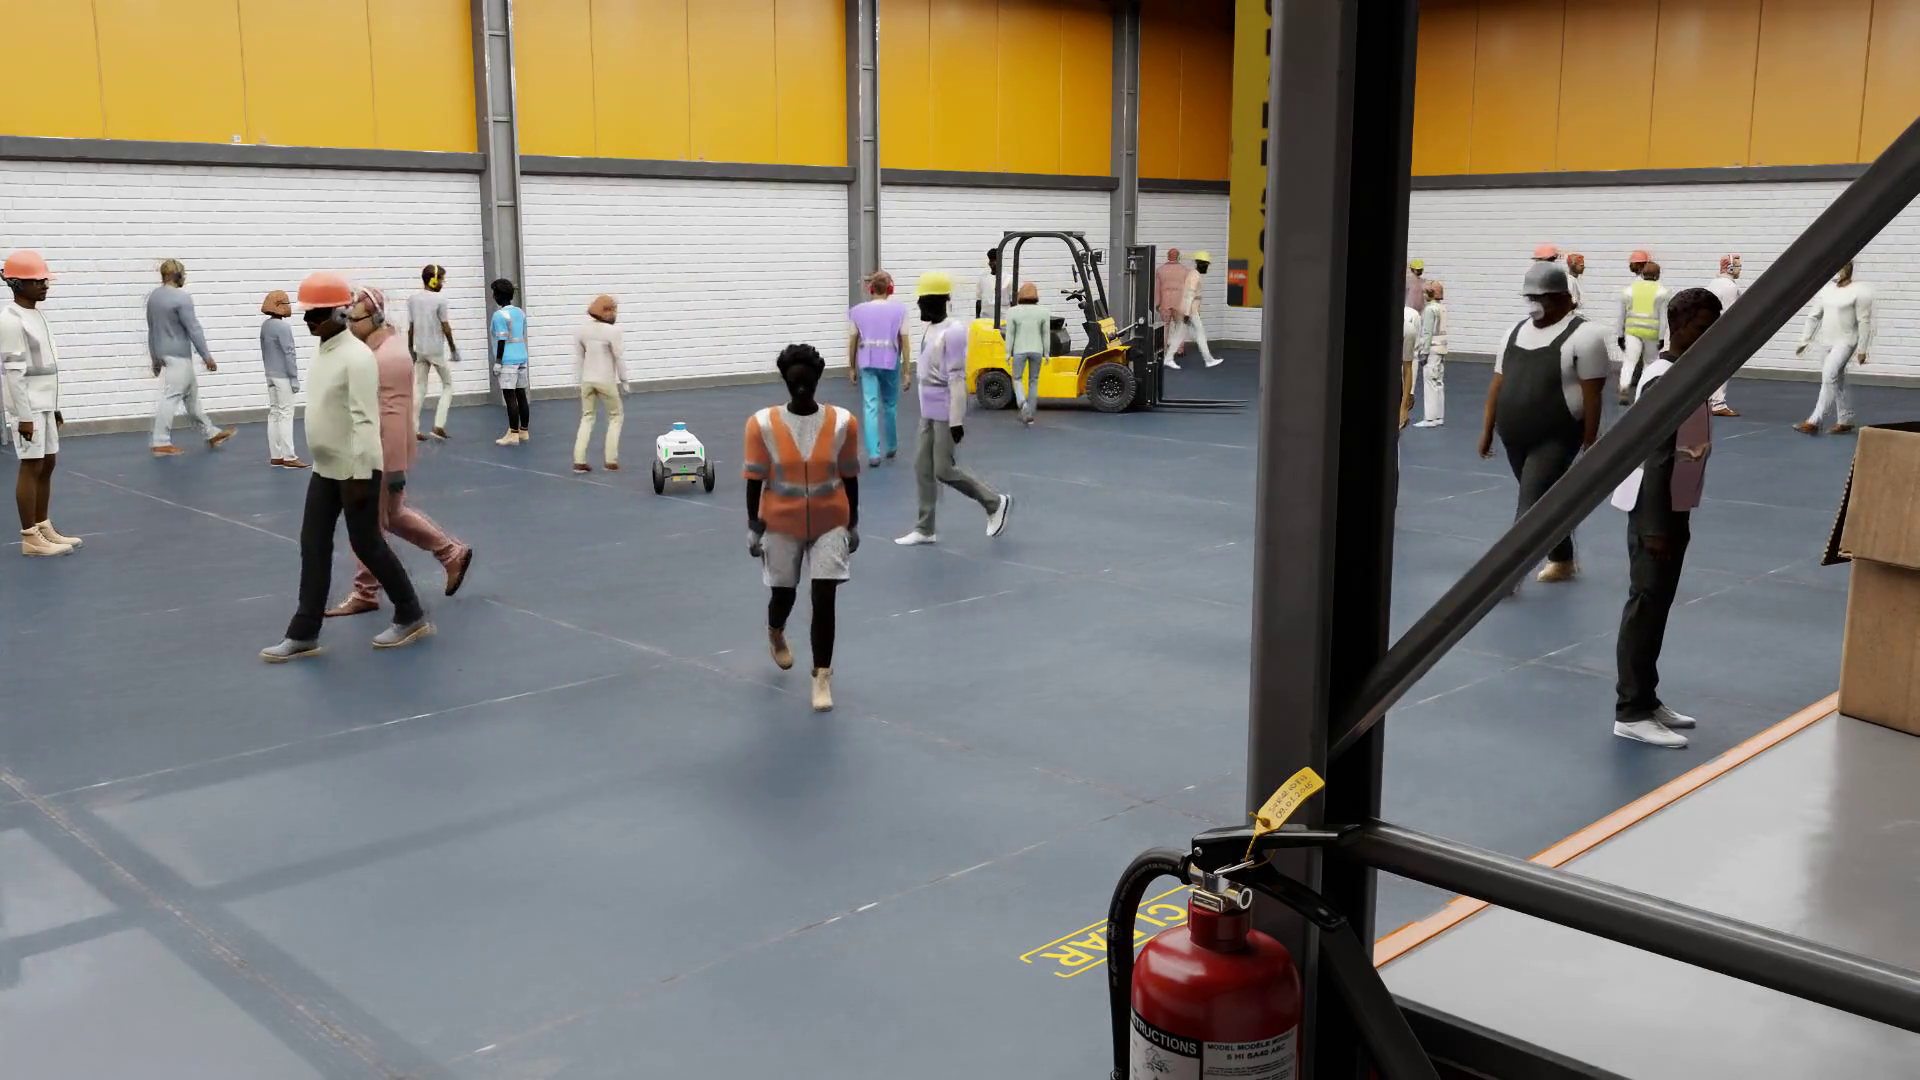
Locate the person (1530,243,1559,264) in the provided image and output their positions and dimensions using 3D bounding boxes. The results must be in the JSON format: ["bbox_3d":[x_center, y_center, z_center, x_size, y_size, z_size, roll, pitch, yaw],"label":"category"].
[{"bbox_3d":[7.191,-2.647,20.605,0.646,2.029,0.418,-9,14,-41],"label":"person"}]

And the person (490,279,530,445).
[{"bbox_3d":[-4.598,-1.812,16.973,0.320,1.692,0.531,2,11,12],"label":"person"}]

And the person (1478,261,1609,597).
[{"bbox_3d":[3.463,-0.703,9.976,1.041,2.000,0.699,-6,12,-30],"label":"person"}]

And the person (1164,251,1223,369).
[{"bbox_3d":[3.729,-3.662,26.589,1.008,1.869,0.620,0,10,0],"label":"person"}]

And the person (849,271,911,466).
[{"bbox_3d":[-0.749,-1.613,15.608,0.583,1.791,0.961,0,10,2],"label":"person"}]

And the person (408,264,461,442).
[{"bbox_3d":[-5.475,-1.913,17.138,0.543,1.834,0.501,5,12,26],"label":"person"}]

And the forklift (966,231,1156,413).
[{"bbox_3d":[1.222,-2.721,20.561,2.313,2.155,1.214,2,11,13],"label":"forklift"}]

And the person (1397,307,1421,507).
[{"bbox_3d":[3.308,-1.197,13.110,0.574,1.880,0.356,3,11,17],"label":"person"}]

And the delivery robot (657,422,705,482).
[{"bbox_3d":[-2.360,-0.748,14.020,0.477,0.478,0.707,-3,11,-15],"label":"delivery robot"}]

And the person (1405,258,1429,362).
[{"bbox_3d":[7.664,-3.869,28.042,0.623,1.738,0.435,-5,12,-27],"label":"person"}]

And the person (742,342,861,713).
[{"bbox_3d":[-0.728,-0.088,7.646,0.542,1.666,0.680,-2,11,-10],"label":"person"}]

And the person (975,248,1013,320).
[{"bbox_3d":[0.482,-3.029,22.874,0.605,1.962,0.364,4,11,20],"label":"person"}]

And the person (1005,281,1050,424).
[{"bbox_3d":[0.768,-2.096,18.719,0.519,1.620,0.566,-1,10,-5],"label":"person"}]

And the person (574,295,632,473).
[{"bbox_3d":[-3.210,-1.392,14.913,0.504,1.597,0.418,6,12,28],"label":"person"}]

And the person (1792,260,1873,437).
[{"bbox_3d":[9.225,-2.046,17.681,0.953,1.895,0.634,-3,11,-15],"label":"person"}]

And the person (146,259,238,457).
[{"bbox_3d":[-7.545,-1.782,16.260,0.645,1.894,0.966,9,14,40],"label":"person"}]

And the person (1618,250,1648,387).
[{"bbox_3d":[9.478,-3.115,23.439,0.496,1.924,0.569,4,11,19],"label":"person"}]

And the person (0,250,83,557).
[{"bbox_3d":[-6.136,-0.897,11.072,0.393,2.038,0.606,-2,11,-10],"label":"person"}]

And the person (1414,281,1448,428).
[{"bbox_3d":[5.278,-2.070,18.566,0.321,1.631,0.523,7,12,32],"label":"person"}]

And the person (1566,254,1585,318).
[{"bbox_3d":[8.220,-2.900,22.385,0.347,1.882,0.584,4,11,22],"label":"person"}]

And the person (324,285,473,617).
[{"bbox_3d":[-3.206,-0.509,9.427,0.813,1.868,0.677,-6,12,-31],"label":"person"}]

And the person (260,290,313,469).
[{"bbox_3d":[-6.229,-1.474,15.292,0.498,1.634,0.279,9,14,41],"label":"person"}]

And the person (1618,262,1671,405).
[{"bbox_3d":[8.618,-2.608,21.027,0.628,1.808,0.904,8,13,36],"label":"person"}]

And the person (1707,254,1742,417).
[{"bbox_3d":[9.071,-2.422,19.719,0.407,1.908,0.641,1,10,3],"label":"person"}]

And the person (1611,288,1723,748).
[{"bbox_3d":[2.987,-0.105,7.062,0.398,1.915,0.589,7,12,32],"label":"person"}]

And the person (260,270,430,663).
[{"bbox_3d":[-3.125,-0.376,8.415,0.634,1.964,0.844,10,14,43],"label":"person"}]

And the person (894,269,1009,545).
[{"bbox_3d":[-0.062,-0.900,11.443,0.709,1.908,0.590,-4,11,-21],"label":"person"}]

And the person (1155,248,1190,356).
[{"bbox_3d":[3.758,-4.193,29.375,0.641,1.908,0.407,3,11,14],"label":"person"}]

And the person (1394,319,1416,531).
[{"bbox_3d":[3.008,-0.979,12.017,0.508,1.847,0.345,5,12,27],"label":"person"}]
